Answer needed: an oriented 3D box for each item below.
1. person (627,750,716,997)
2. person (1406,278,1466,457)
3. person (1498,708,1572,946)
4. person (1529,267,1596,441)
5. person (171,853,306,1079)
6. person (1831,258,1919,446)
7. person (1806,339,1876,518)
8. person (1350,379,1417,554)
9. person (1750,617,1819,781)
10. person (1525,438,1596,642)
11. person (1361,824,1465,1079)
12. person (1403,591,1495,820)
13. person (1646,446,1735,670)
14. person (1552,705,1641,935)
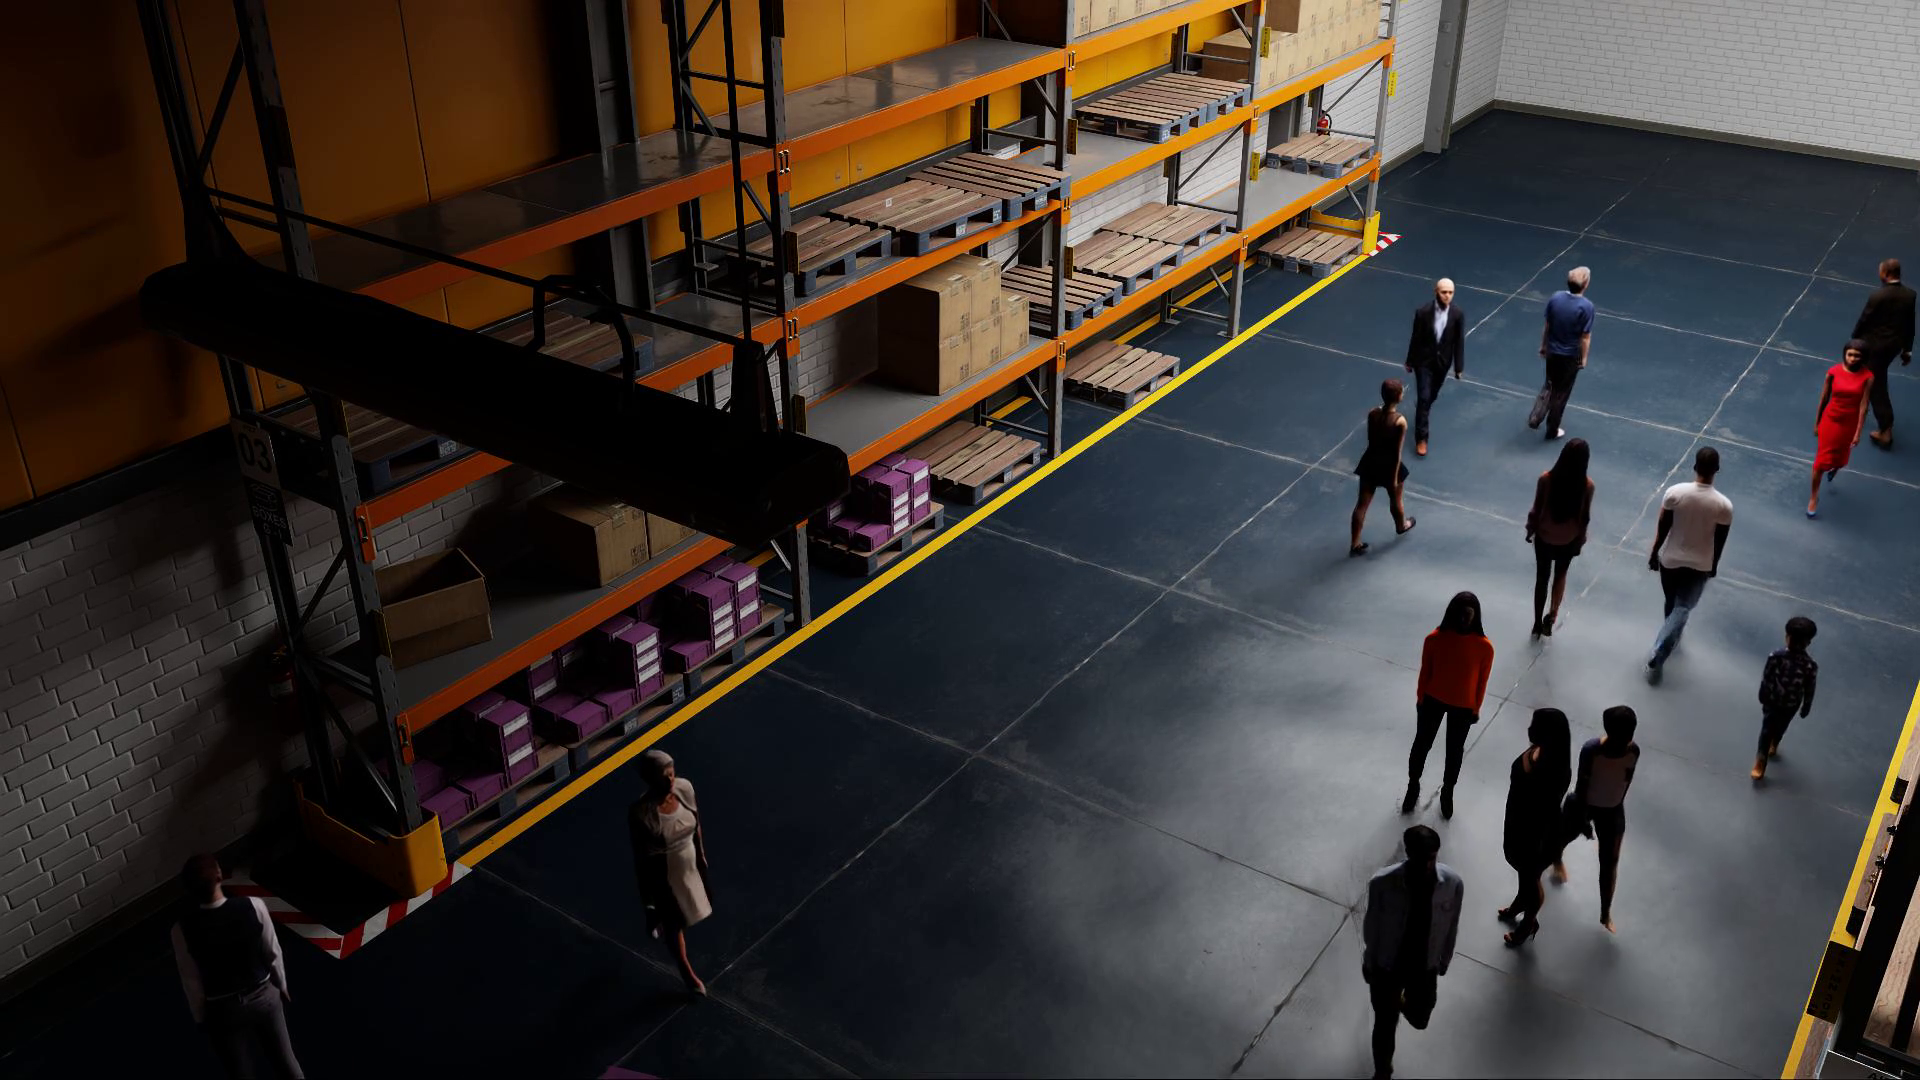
[{"bbox_3d":[-1.774,1.954,9.998,0.765,1.740,0.849,25,37,38],"label":"person"},{"bbox_3d":[4.797,-1.837,16.918,1.088,1.768,1.290,1,29,2],"label":"person"},{"bbox_3d":[3.585,1.776,10.348,0.796,1.717,0.671,6,29,11],"label":"person"},{"bbox_3d":[6.070,-1.859,16.869,0.808,1.854,0.761,-22,36,-35],"label":"person"},{"bbox_3d":[-3.831,2.458,8.867,0.654,1.937,0.796,-17,33,-28],"label":"person"},{"bbox_3d":[9.405,-1.868,16.904,1.294,1.837,1.288,-5,29,-9],"label":"person"},{"bbox_3d":[8.249,-1.077,15.574,0.627,1.722,0.997,16,32,26],"label":"person"},{"bbox_3d":[3.693,-0.621,14.821,1.092,1.641,0.761,-22,35,-34],"label":"person"},{"bbox_3d":[6.000,1.108,12.085,0.559,1.228,0.858,14,32,24],"label":"person"},{"bbox_3d":[4.809,0.056,13.415,0.744,1.800,0.807,8,30,14],"label":"person"},{"bbox_3d":[2.475,2.299,9.308,0.970,1.794,1.085,1,29,2],"label":"person"},{"bbox_3d":[3.375,1.126,11.507,0.680,1.748,0.653,9,30,15],"label":"person"},{"bbox_3d":[5.711,0.210,13.122,0.737,1.810,1.187,21,35,34],"label":"person"},{"bbox_3d":[4.065,1.679,10.739,0.930,1.513,1.095,-1,29,-1],"label":"person"}]
